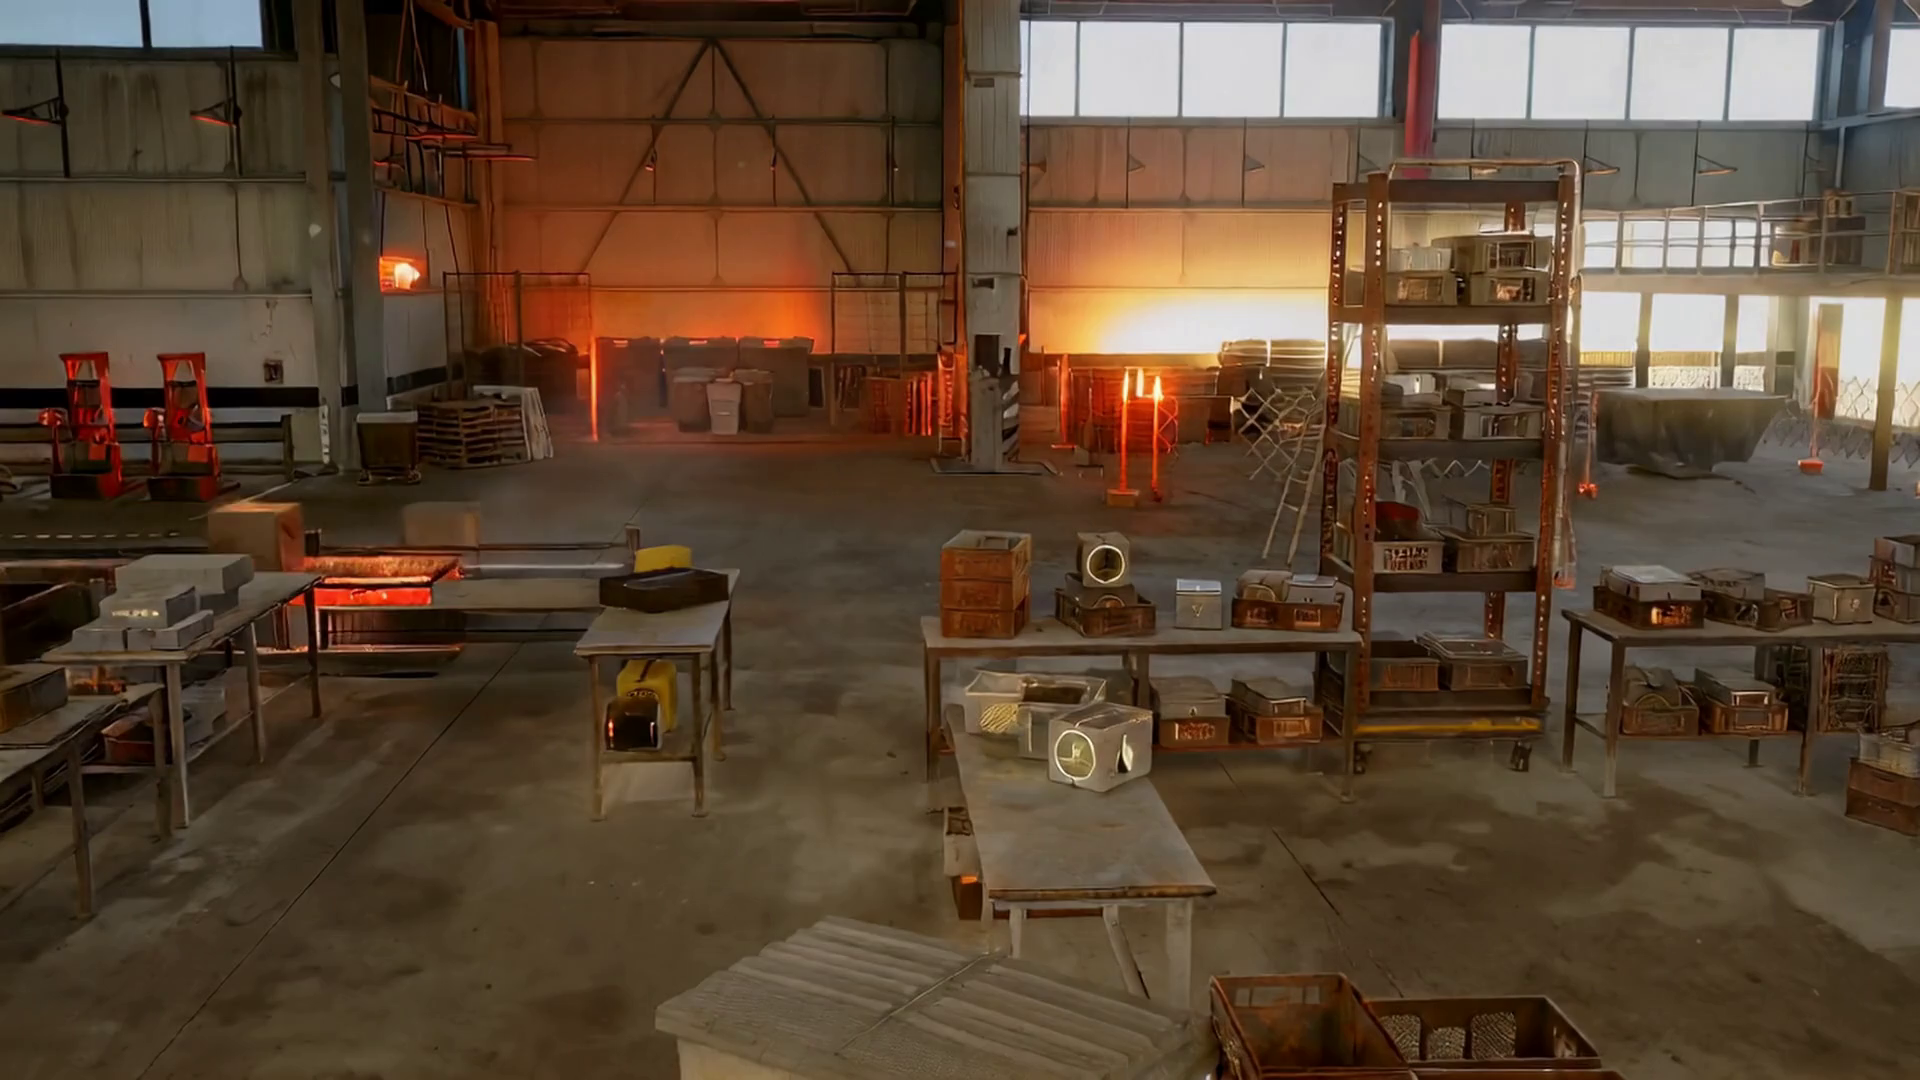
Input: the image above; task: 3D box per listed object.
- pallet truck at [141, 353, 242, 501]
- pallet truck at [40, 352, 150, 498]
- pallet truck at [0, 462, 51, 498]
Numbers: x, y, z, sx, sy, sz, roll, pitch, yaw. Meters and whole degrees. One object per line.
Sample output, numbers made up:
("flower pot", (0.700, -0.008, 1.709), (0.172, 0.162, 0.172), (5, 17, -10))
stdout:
("pallet truck", (-10.520, -1.604, 22.925), (0.823, 1.965, 1.885), (-1, 9, -6))
("pallet truck", (-11.907, -1.642, 23.165), (0.823, 1.965, 1.885), (0, 9, 0))
("pallet truck", (-13.193, -1.293, 23.148), (0.653, 1.274, 1.630), (-1, 9, -4))
